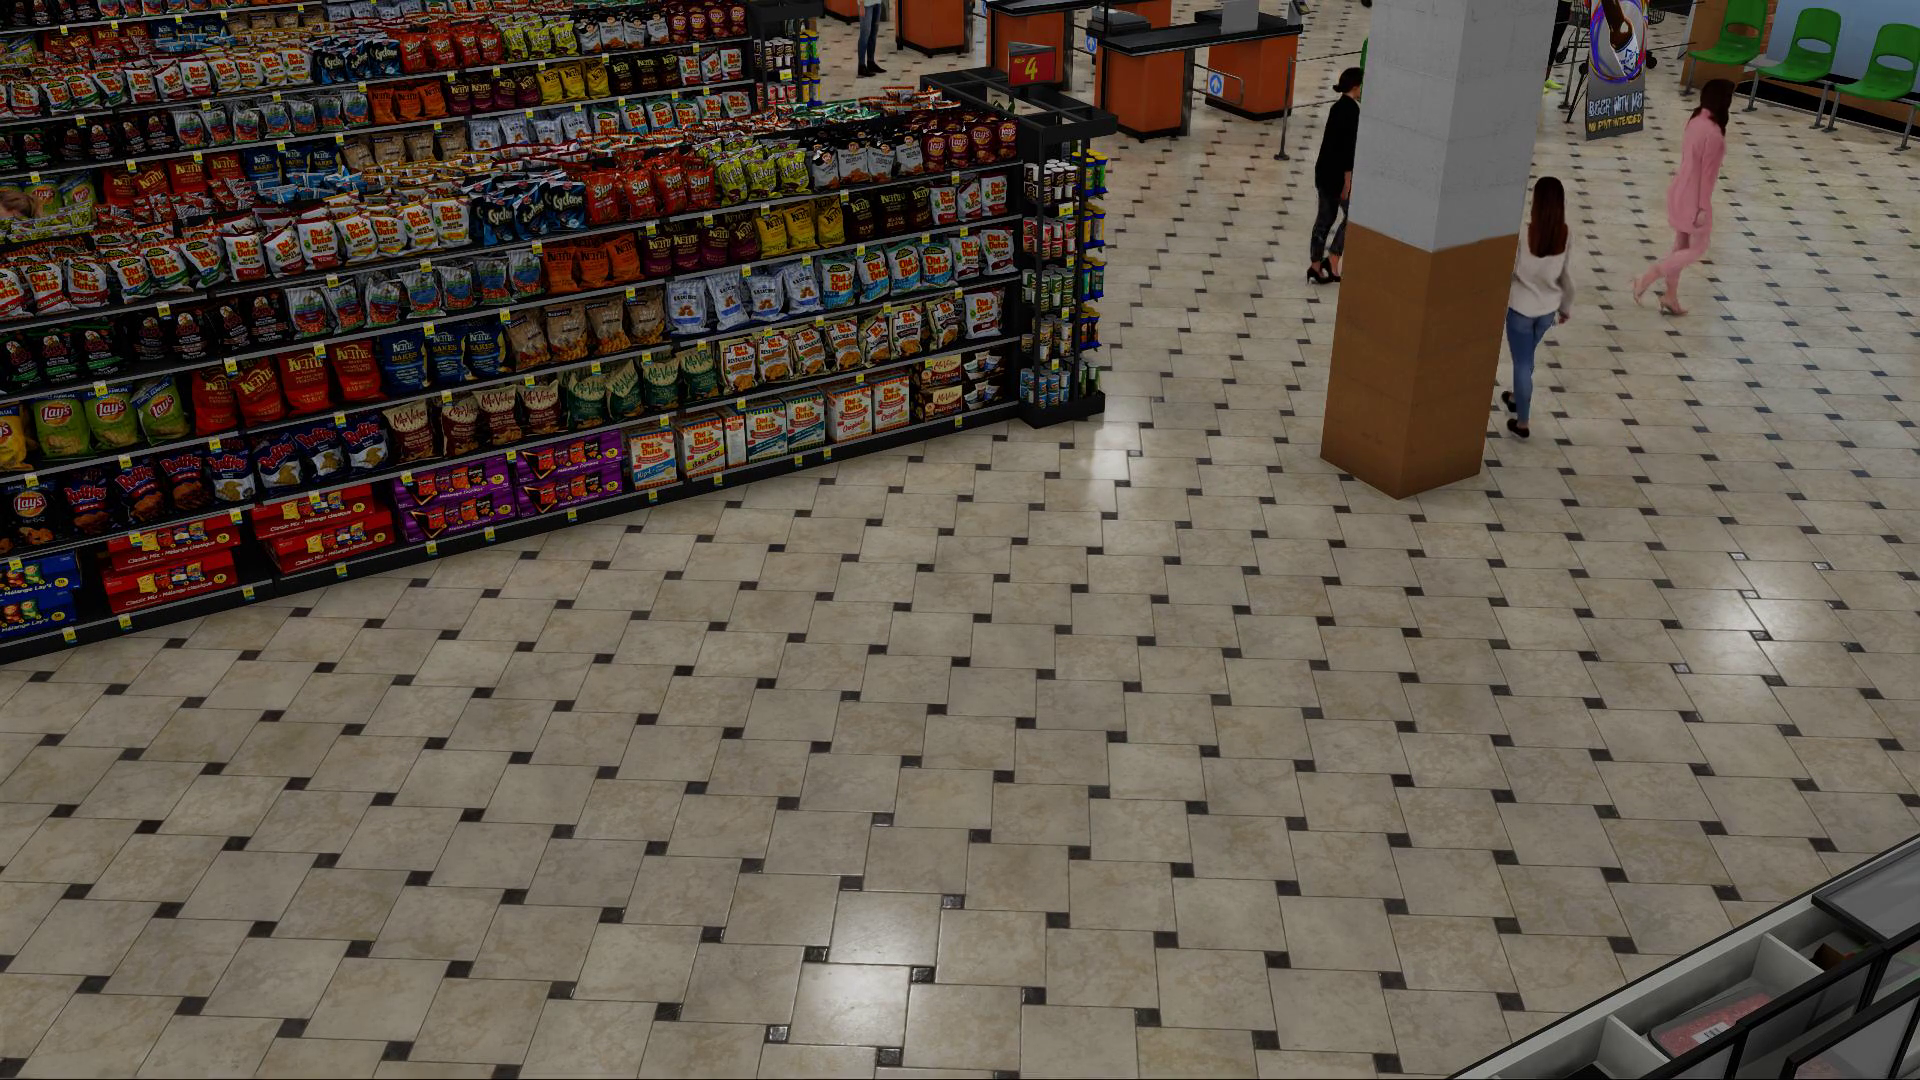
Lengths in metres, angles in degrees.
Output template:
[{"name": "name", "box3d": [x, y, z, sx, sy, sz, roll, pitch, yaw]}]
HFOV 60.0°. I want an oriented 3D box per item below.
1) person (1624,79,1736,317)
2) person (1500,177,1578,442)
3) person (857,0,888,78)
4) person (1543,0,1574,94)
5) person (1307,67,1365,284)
[{"name": "person", "box3d": [5.320, -2.494, 12.305, 0.923, 1.789, 0.807, -3, 29, -5]}, {"name": "person", "box3d": [3.627, -1.415, 10.452, 0.897, 1.670, 0.891, -3, 29, -6]}, {"name": "person", "box3d": [-1.058, -6.255, 19.340, 0.695, 1.647, 0.588, 14, 32, 24]}, {"name": "person", "box3d": [6.707, -5.943, 18.659, 0.496, 1.753, 0.661, -22, 36, -35]}, {"name": "person", "box3d": [2.860, -2.809, 12.969, 0.686, 1.705, 0.702, -8, 30, -14]}]
